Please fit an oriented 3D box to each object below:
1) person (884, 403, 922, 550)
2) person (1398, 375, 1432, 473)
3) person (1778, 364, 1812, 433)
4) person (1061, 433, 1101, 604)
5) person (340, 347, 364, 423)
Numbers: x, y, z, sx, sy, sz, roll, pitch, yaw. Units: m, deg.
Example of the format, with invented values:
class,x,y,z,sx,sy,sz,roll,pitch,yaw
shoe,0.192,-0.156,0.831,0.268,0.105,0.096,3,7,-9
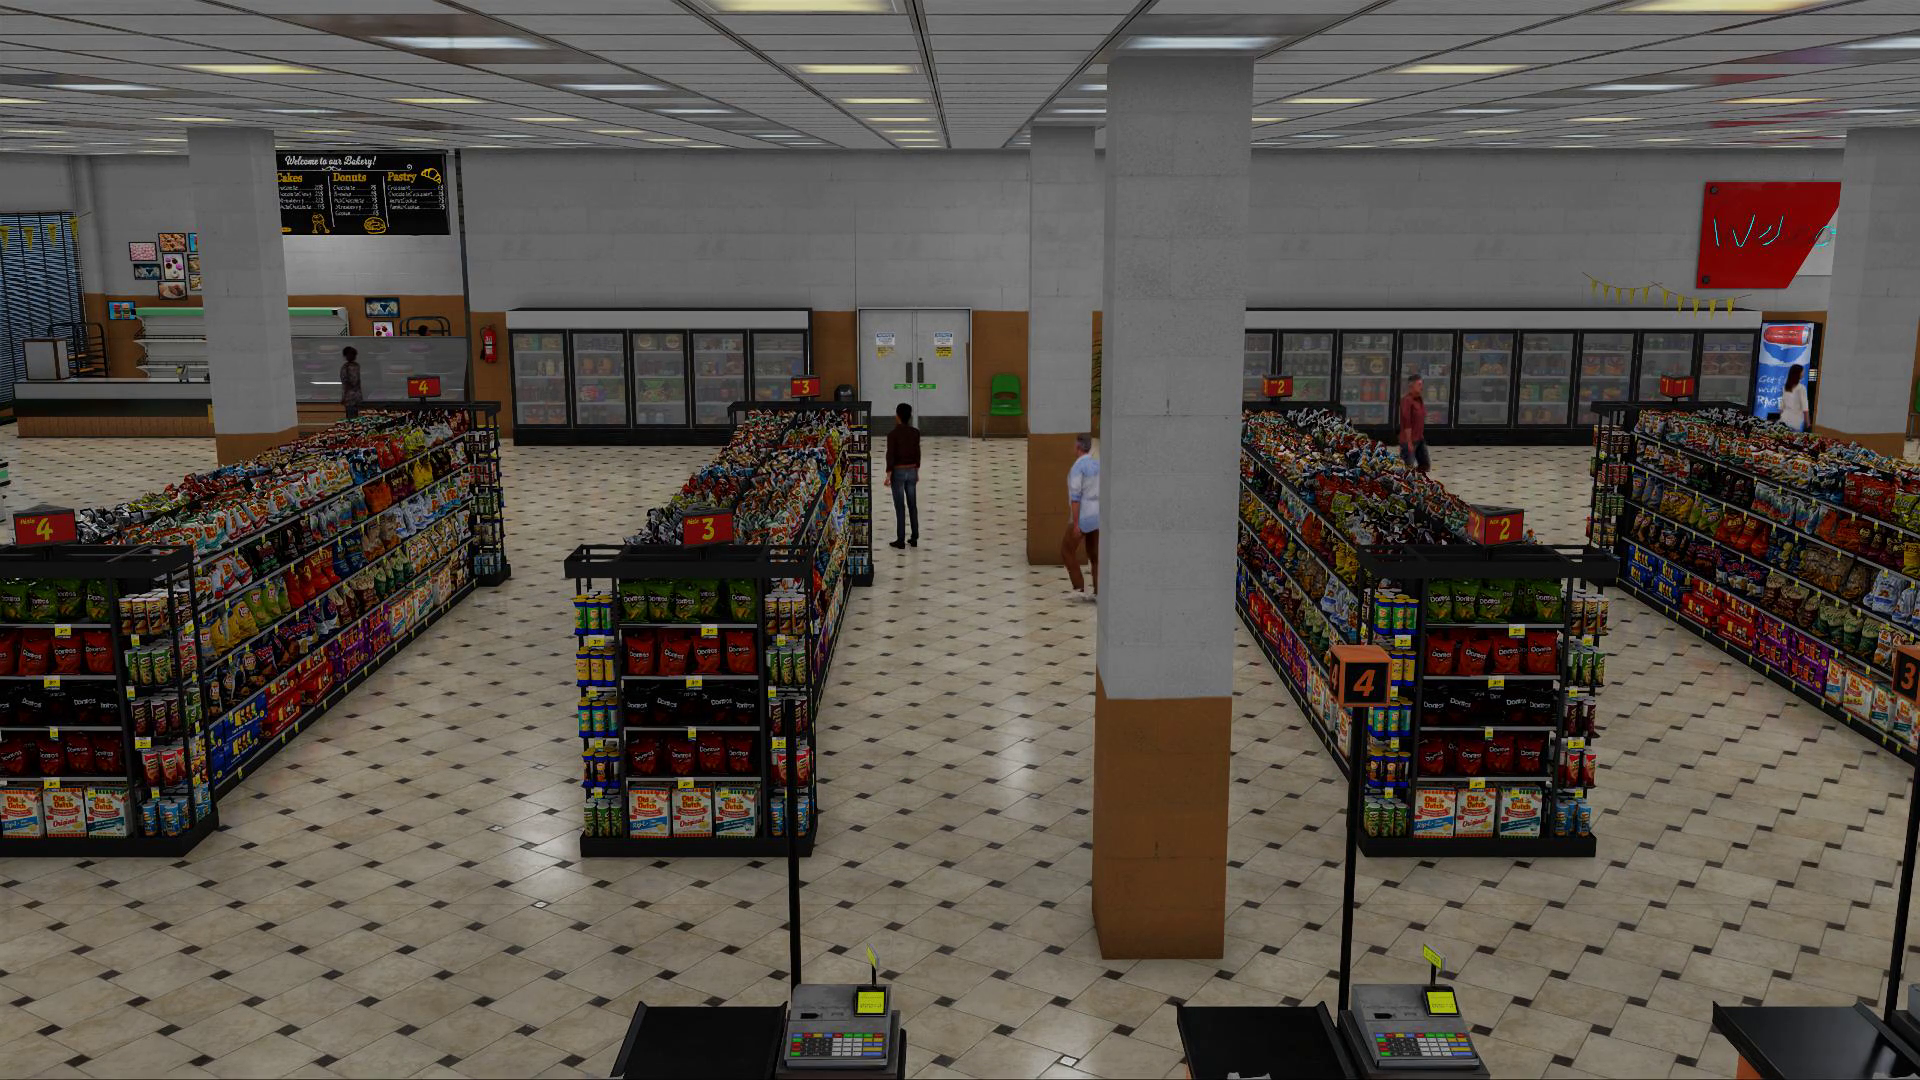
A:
class,x,y,z,sx,sy,sz,roll,pitch,yaw
person,-0.676,-0.790,20.324,0.719,1.782,0.728,-8,14,-34
person,6.184,-1.387,23.070,0.885,1.817,0.821,11,16,41
person,12.775,-1.845,25.644,0.768,1.655,1.059,-2,12,-9
person,1.393,-0.197,17.476,0.907,1.795,0.845,11,16,42
person,-10.316,-2.428,28.258,0.717,1.717,0.609,6,13,25
